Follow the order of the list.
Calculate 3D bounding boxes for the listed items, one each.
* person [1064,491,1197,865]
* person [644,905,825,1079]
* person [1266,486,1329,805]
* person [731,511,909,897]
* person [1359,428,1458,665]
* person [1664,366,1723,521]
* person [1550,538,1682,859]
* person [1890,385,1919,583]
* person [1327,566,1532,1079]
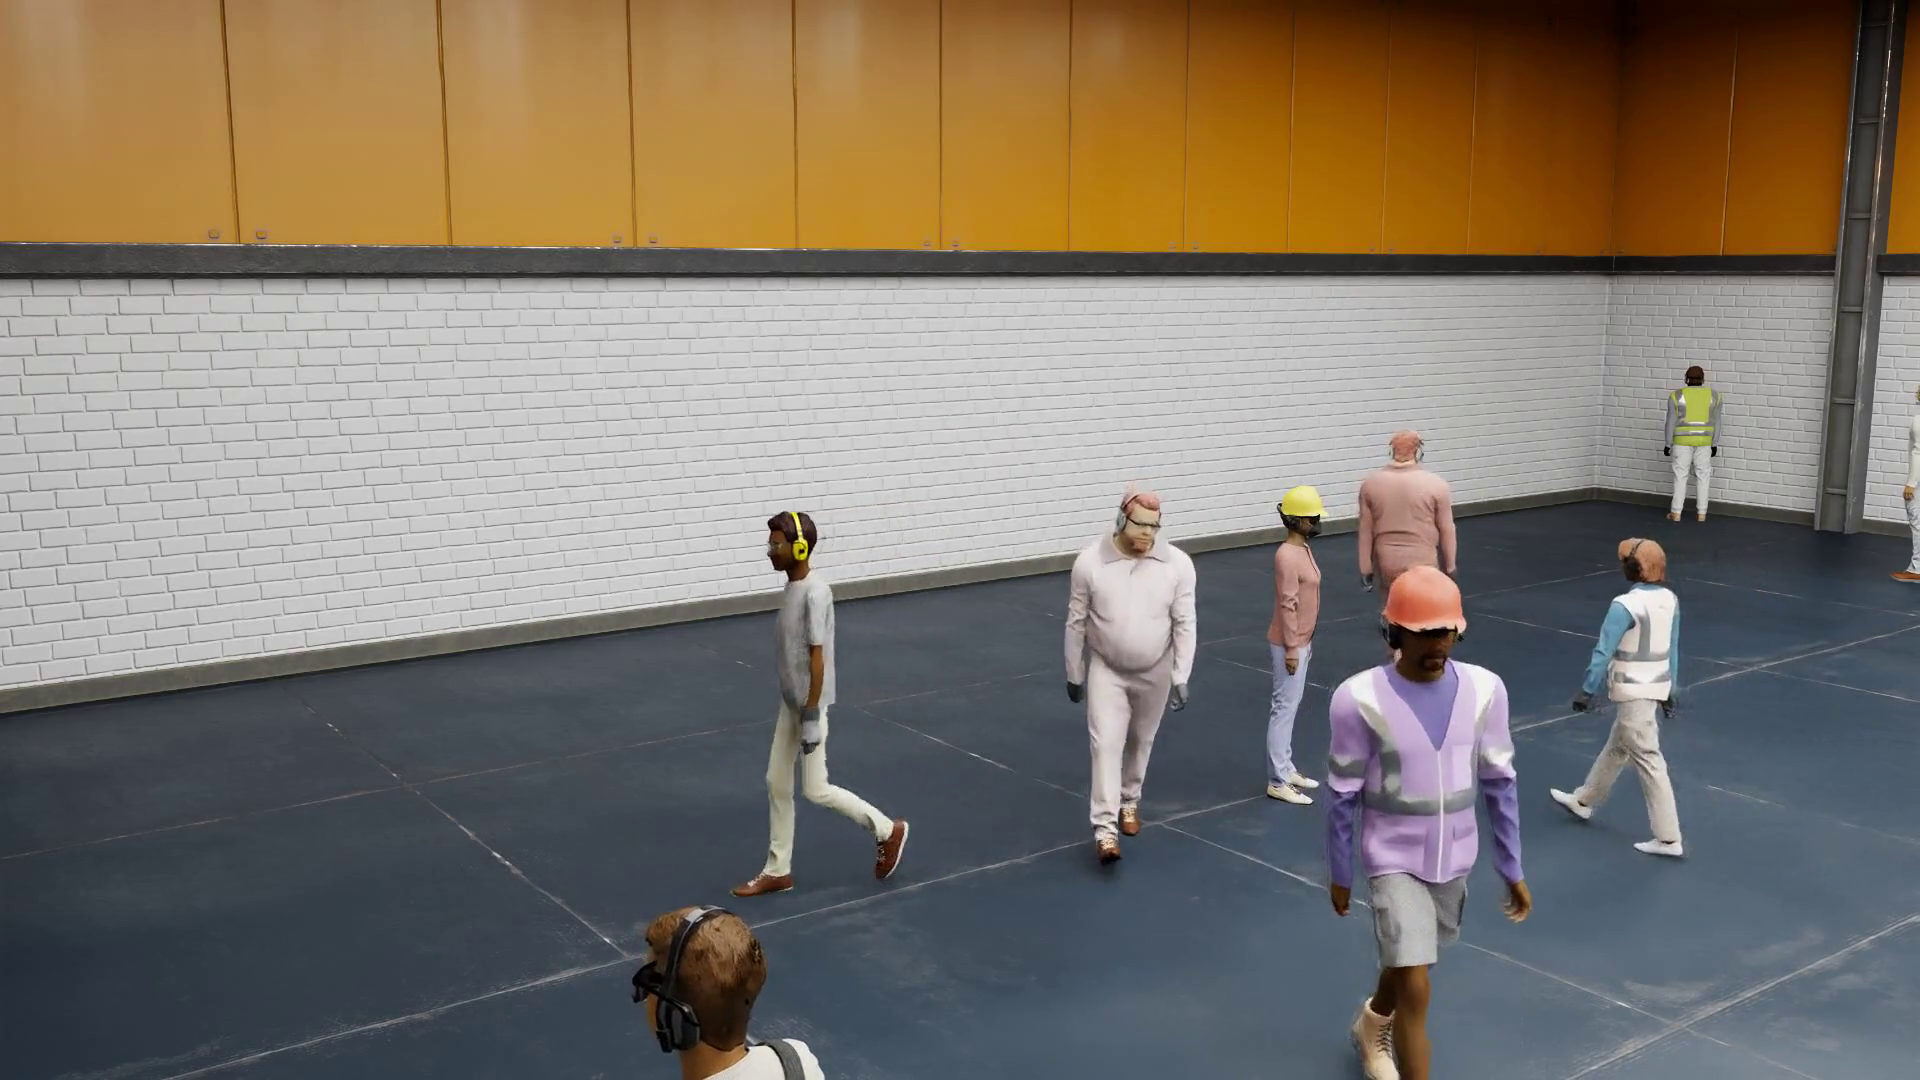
[{"bbox_3d":[0.858,0.681,8.375,0.653,1.841,1.041,0,9,1],"label":"person"},{"bbox_3d":[-0.426,1.551,3.021,0.347,1.846,0.505,5,10,26],"label":"person"},{"bbox_3d":[1.882,0.574,9.290,0.313,1.769,0.525,3,10,19],"label":"person"},{"bbox_3d":[-0.665,0.771,7.844,0.783,1.852,0.516,-4,10,-24],"label":"person"},{"bbox_3d":[3.089,0.160,11.512,0.643,1.876,0.840,7,12,38],"label":"person"},{"bbox_3d":[8.614,-1.131,19.593,0.622,1.838,0.429,1,9,9],"label":"person"},{"bbox_3d":[3.409,0.781,8.542,0.516,1.595,0.855,-7,12,-39],"label":"person"},{"bbox_3d":[9.135,-0.558,15.741,0.637,1.938,0.357,-7,11,-36],"label":"person"},{"bbox_3d":[1.542,1.053,5.647,0.629,2.003,1.028,-2,9,-12],"label":"person"}]
